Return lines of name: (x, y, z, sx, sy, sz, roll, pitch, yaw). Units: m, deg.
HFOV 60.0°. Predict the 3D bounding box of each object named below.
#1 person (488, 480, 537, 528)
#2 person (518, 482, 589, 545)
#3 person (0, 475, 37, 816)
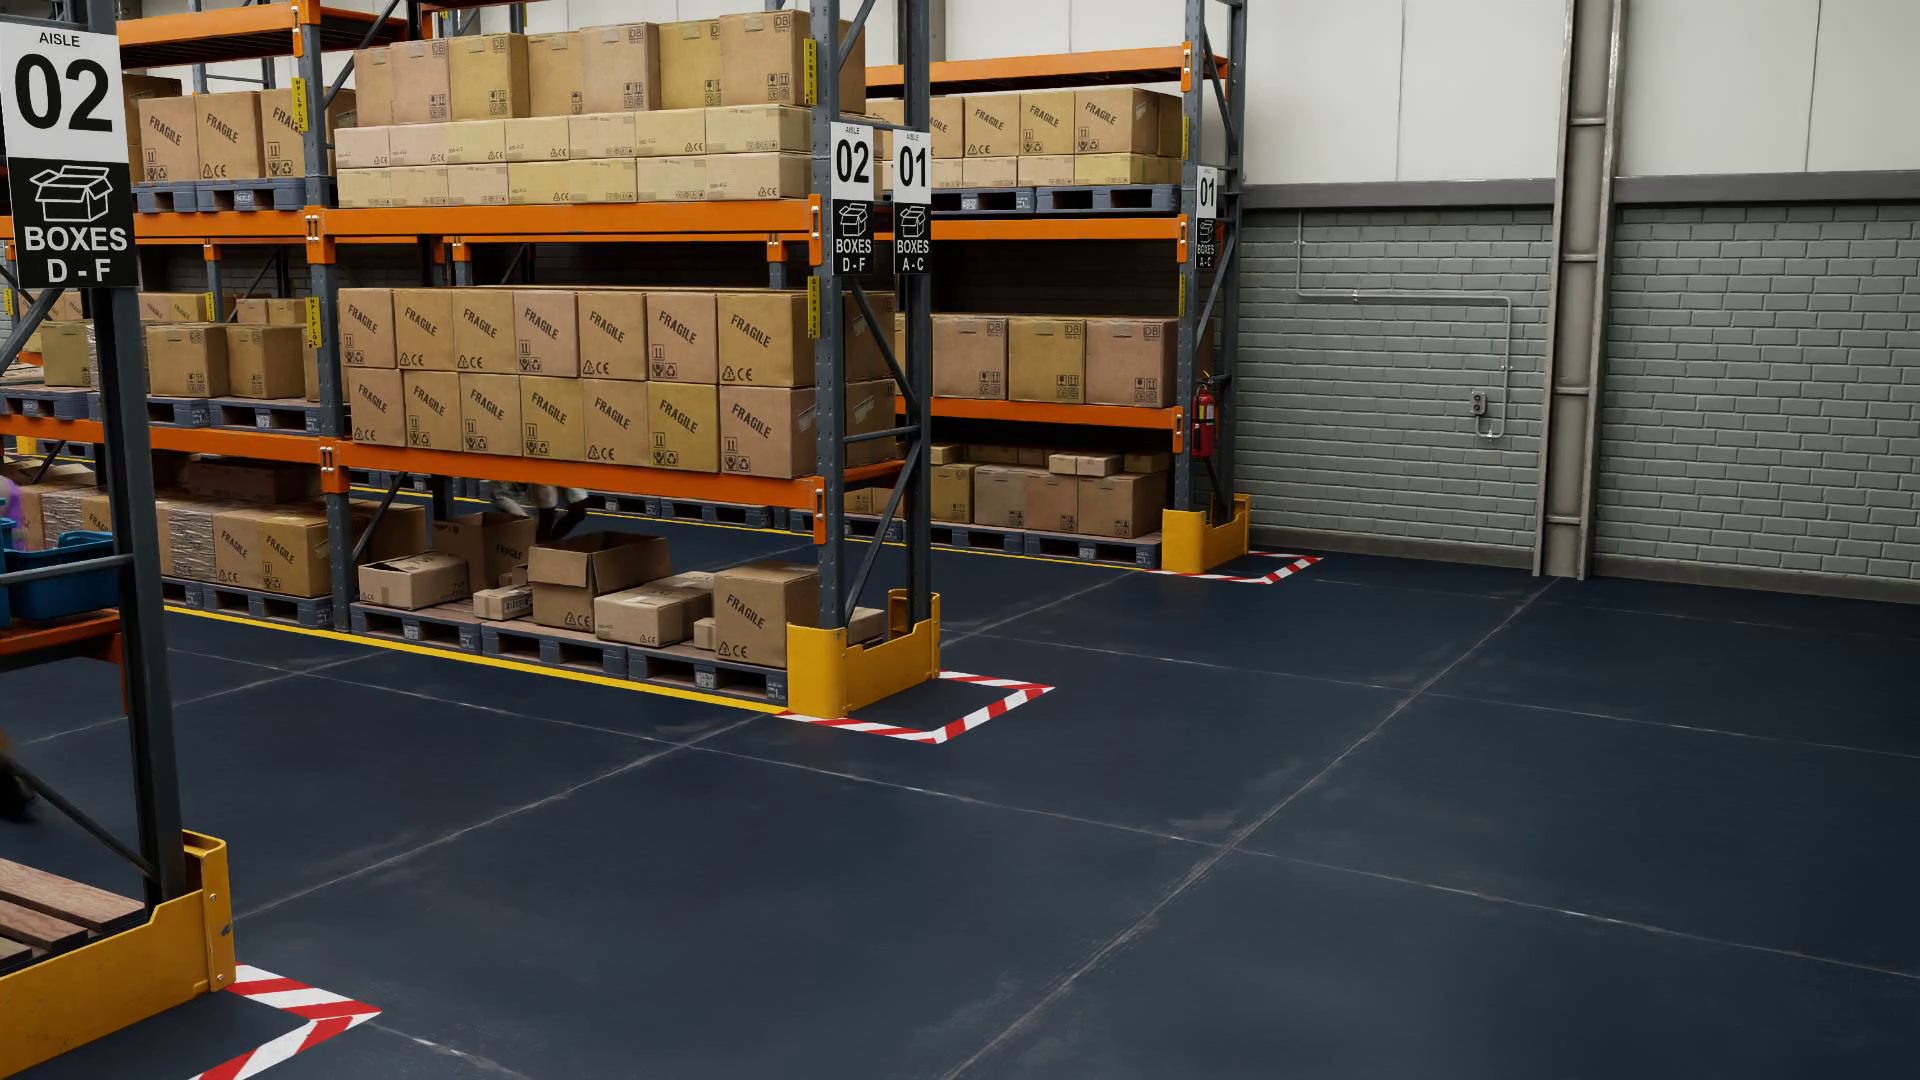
person: (-3.688, -0.713, 13.785, 0.684, 1.814, 0.607, 5, 11, 28)
person: (-3.068, -0.593, 12.422, 0.471, 2.032, 0.626, 6, 11, 32)
person: (-4.552, 0.303, 7.616, 0.996, 1.896, 0.557, 7, 12, 35)
